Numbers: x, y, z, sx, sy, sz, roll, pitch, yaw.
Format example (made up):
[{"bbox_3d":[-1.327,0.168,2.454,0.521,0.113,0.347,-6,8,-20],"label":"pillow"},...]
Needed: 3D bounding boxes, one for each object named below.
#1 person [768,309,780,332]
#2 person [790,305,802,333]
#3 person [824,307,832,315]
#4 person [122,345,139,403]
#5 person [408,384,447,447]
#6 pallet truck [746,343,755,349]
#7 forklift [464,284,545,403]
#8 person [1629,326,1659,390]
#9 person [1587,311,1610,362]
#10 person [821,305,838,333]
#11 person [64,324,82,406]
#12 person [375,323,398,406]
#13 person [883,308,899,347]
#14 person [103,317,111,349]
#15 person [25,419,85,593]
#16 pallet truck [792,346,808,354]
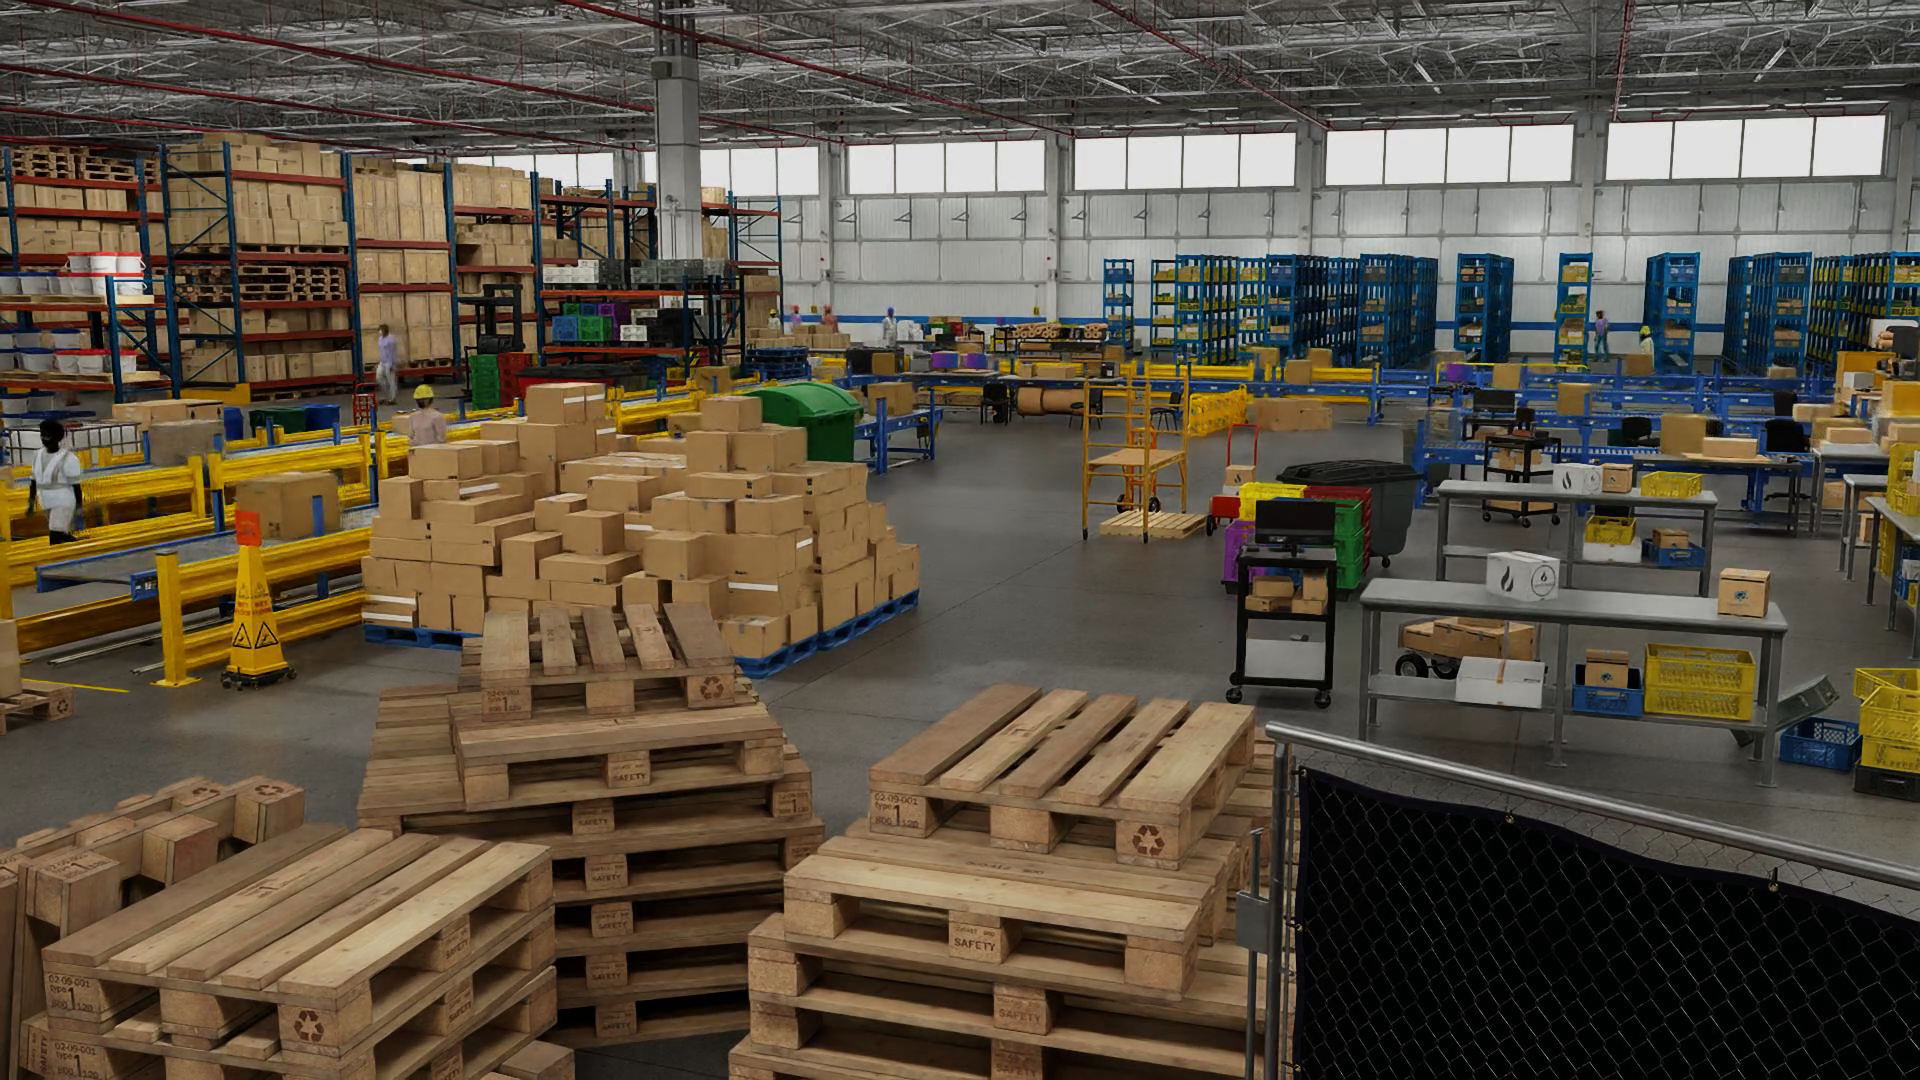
[{"bbox_3d":[-6.987,-7.774,62.388,0.527,1.767,0.331,6,11,34],"label":"person"},{"bbox_3d":[-6.435,-8.308,65.431,0.570,1.878,0.939,-7,12,-39],"label":"person"},{"bbox_3d":[-5.248,-8.460,66.593,0.794,1.816,0.645,-1,9,-3],"label":"person"},{"bbox_3d":[-17.045,-3.180,34.025,0.605,1.616,0.503,3,10,19],"label":"person"},{"bbox_3d":[-6.407,-1.035,20.148,0.527,1.731,0.856,5,10,27],"label":"person"},{"bbox_3d":[-6.183,-4.618,44.264,1.601,1.201,0.680,-9,12,-43],"label":"pallet truck"},{"bbox_3d":[-10.832,-4.702,39.610,1.129,2.768,1.873,3,10,20],"label":"forklift"},{"bbox_3d":[16.921,-4.394,41.139,0.944,1.785,0.593,5,11,31],"label":"person"},{"bbox_3d":[22.302,-7.077,57.951,0.687,1.800,0.596,-3,10,-20],"label":"person"},{"bbox_3d":[-4.618,-7.306,58.797,0.631,1.973,0.571,-1,9,-9],"label":"person"},{"bbox_3d":[-20.649,-4.078,38.798,0.681,1.882,0.697,3,10,21],"label":"person"},{"bbox_3d":[-13.367,-4.054,38.532,0.655,1.921,0.669,7,11,37],"label":"person"},{"bbox_3d":[-2.353,-6.994,56.973,0.639,1.925,0.518,-7,11,-36],"label":"person"},{"bbox_3d":[-25.234,-5.706,49.355,0.612,1.783,0.919,4,10,23],"label":"person"},{"bbox_3d":[-8.726,-0.363,16.187,0.522,1.670,0.837,4,10,22],"label":"person"},{"bbox_3d":[-3.705,-4.298,42.022,0.653,1.274,1.630,3,10,20],"label":"pallet truck"}]
